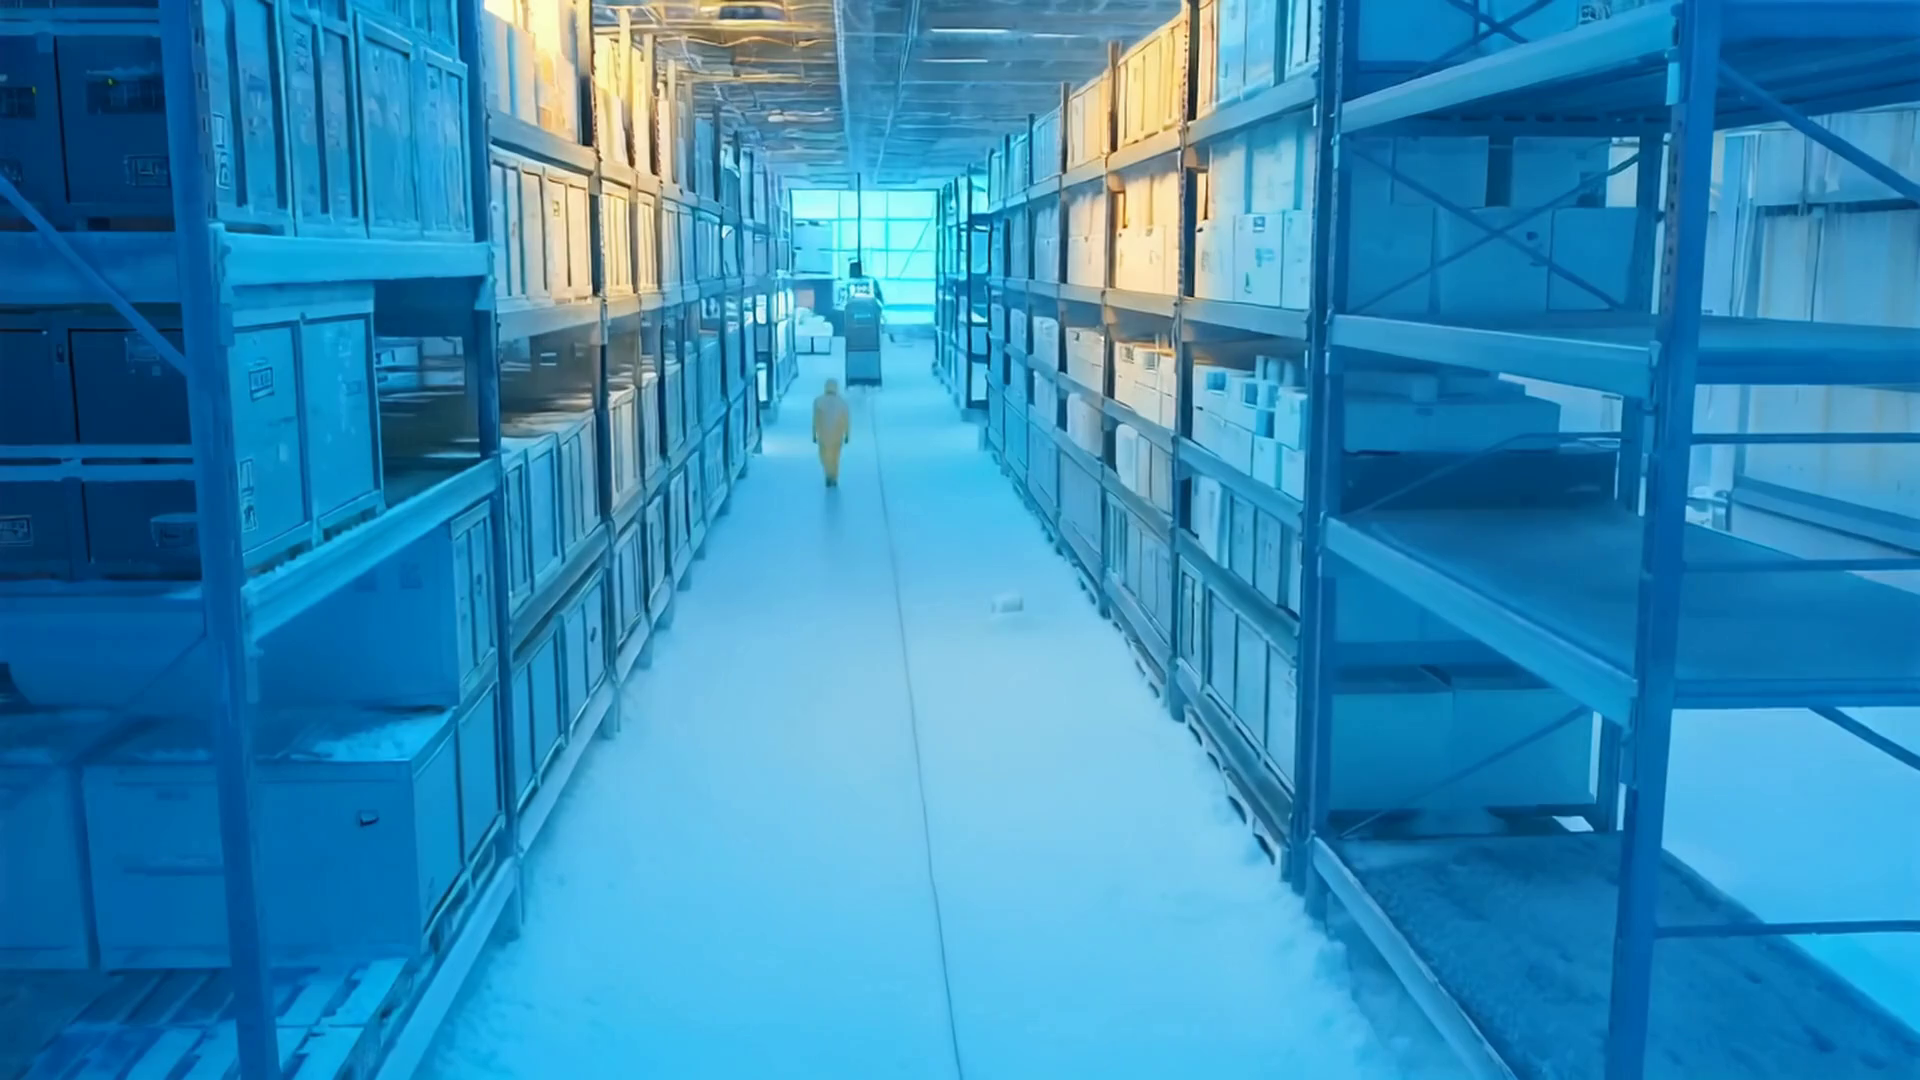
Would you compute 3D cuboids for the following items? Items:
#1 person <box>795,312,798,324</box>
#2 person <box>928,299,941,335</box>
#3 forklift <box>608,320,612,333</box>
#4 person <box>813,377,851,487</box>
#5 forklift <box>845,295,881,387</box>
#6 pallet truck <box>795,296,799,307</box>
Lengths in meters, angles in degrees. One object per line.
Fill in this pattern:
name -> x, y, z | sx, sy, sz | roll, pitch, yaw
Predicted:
person -> -7.783, -9.831, 76.163 | 0.697, 1.889, 0.991 | 1, 10, 6
person -> -1.315, -11.753, 87.557 | 0.898, 1.904, 0.650 | 5, 11, 29
forklift -> -10.102, -5.819, 49.225 | 1.129, 2.768, 1.873 | 4, 10, 21
person -> -2.181, -1.830, 28.349 | 0.662, 1.887, 0.492 | -2, 10, -13
forklift -> -3.007, -6.173, 51.341 | 1.129, 2.768, 1.873 | -1, 10, -4
pallet truck -> -8.622, -12.439, 91.403 | 1.885, 1.965, 0.823 | 2, 10, 13
